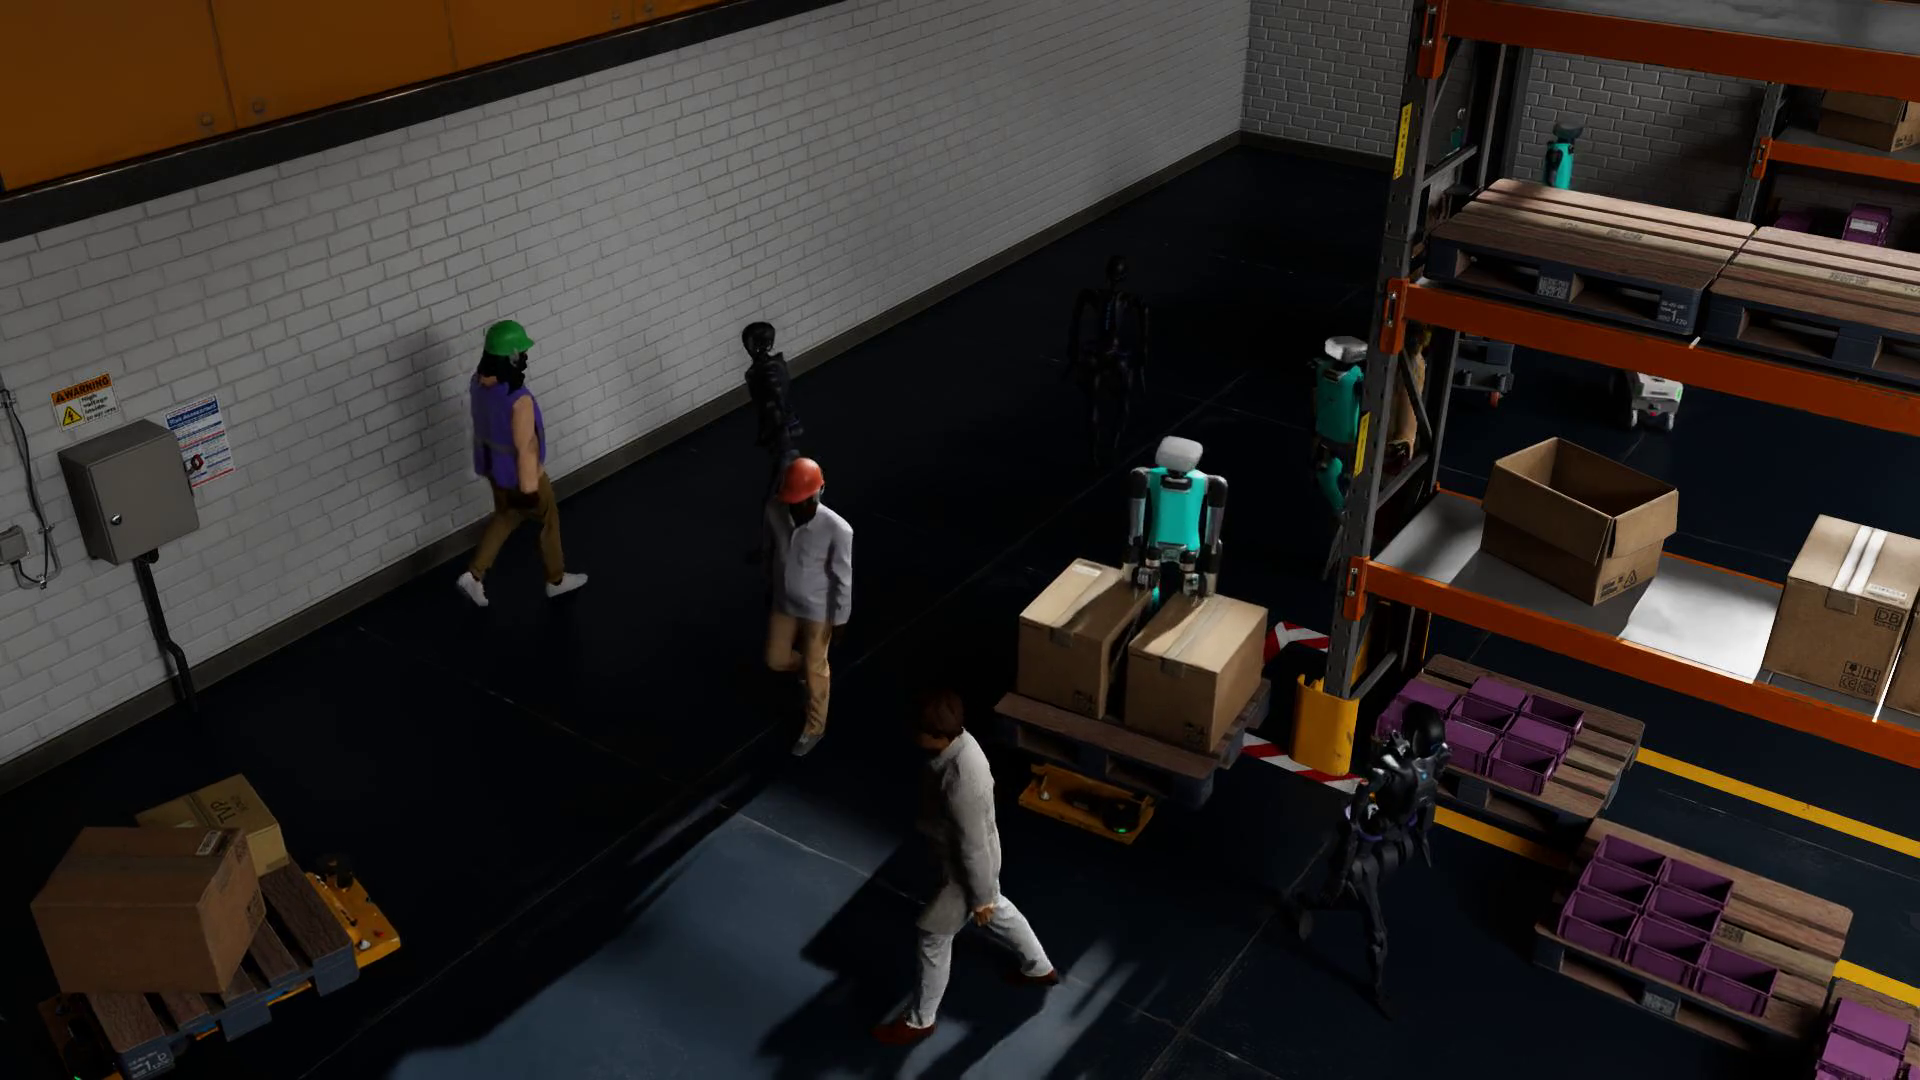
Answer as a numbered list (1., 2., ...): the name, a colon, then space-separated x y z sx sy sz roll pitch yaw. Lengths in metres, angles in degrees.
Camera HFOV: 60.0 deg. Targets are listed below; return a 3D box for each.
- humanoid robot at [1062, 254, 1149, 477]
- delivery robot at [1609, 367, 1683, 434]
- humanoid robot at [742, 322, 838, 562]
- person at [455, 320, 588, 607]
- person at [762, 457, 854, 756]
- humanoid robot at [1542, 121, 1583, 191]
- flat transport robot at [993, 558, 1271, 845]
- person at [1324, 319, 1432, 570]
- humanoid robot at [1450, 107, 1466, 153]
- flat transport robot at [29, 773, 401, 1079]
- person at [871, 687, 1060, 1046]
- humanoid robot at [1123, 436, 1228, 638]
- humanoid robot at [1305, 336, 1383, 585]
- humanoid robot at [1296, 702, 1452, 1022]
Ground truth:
1. humanoid robot: 1.024 -1.238 11.777 0.609 1.652 0.336 6 31 11
2. delivery robot: 5.332 -1.202 12.833 0.499 0.590 0.793 7 31 11
3. humanoid robot: -1.148 -0.667 10.847 0.746 1.643 0.608 -12 32 -20
4. person: -2.765 -0.430 10.148 0.540 1.904 0.753 22 37 33
5. person: -0.843 0.331 8.986 0.592 1.736 0.497 16 33 25
6. humanoid robot: 5.253 -2.636 14.164 0.878 1.785 0.550 16 34 26
7. flat transport robot: 0.941 1.110 9.115 0.659 0.231 1.431 16 34 26
8. person: 2.855 -0.642 10.595 1.006 1.816 0.565 -8 31 -14
9. humanoid robot: 4.580 -2.897 14.622 0.890 1.781 0.581 4 30 6
10. flat transport robot: -3.392 1.961 7.637 1.431 0.231 0.659 -23 37 -34
11. person: 0.058 1.373 7.151 0.879 1.791 0.540 -4 30 -7
12. humanoid robot: 1.096 0.391 8.925 0.530 1.811 0.752 7 31 13
13. humanoid robot: 2.477 -0.446 10.405 0.711 1.839 0.544 -20 35 -30
14. humanoid robot: 1.797 1.315 7.410 0.609 1.614 0.761 -18 35 -28
